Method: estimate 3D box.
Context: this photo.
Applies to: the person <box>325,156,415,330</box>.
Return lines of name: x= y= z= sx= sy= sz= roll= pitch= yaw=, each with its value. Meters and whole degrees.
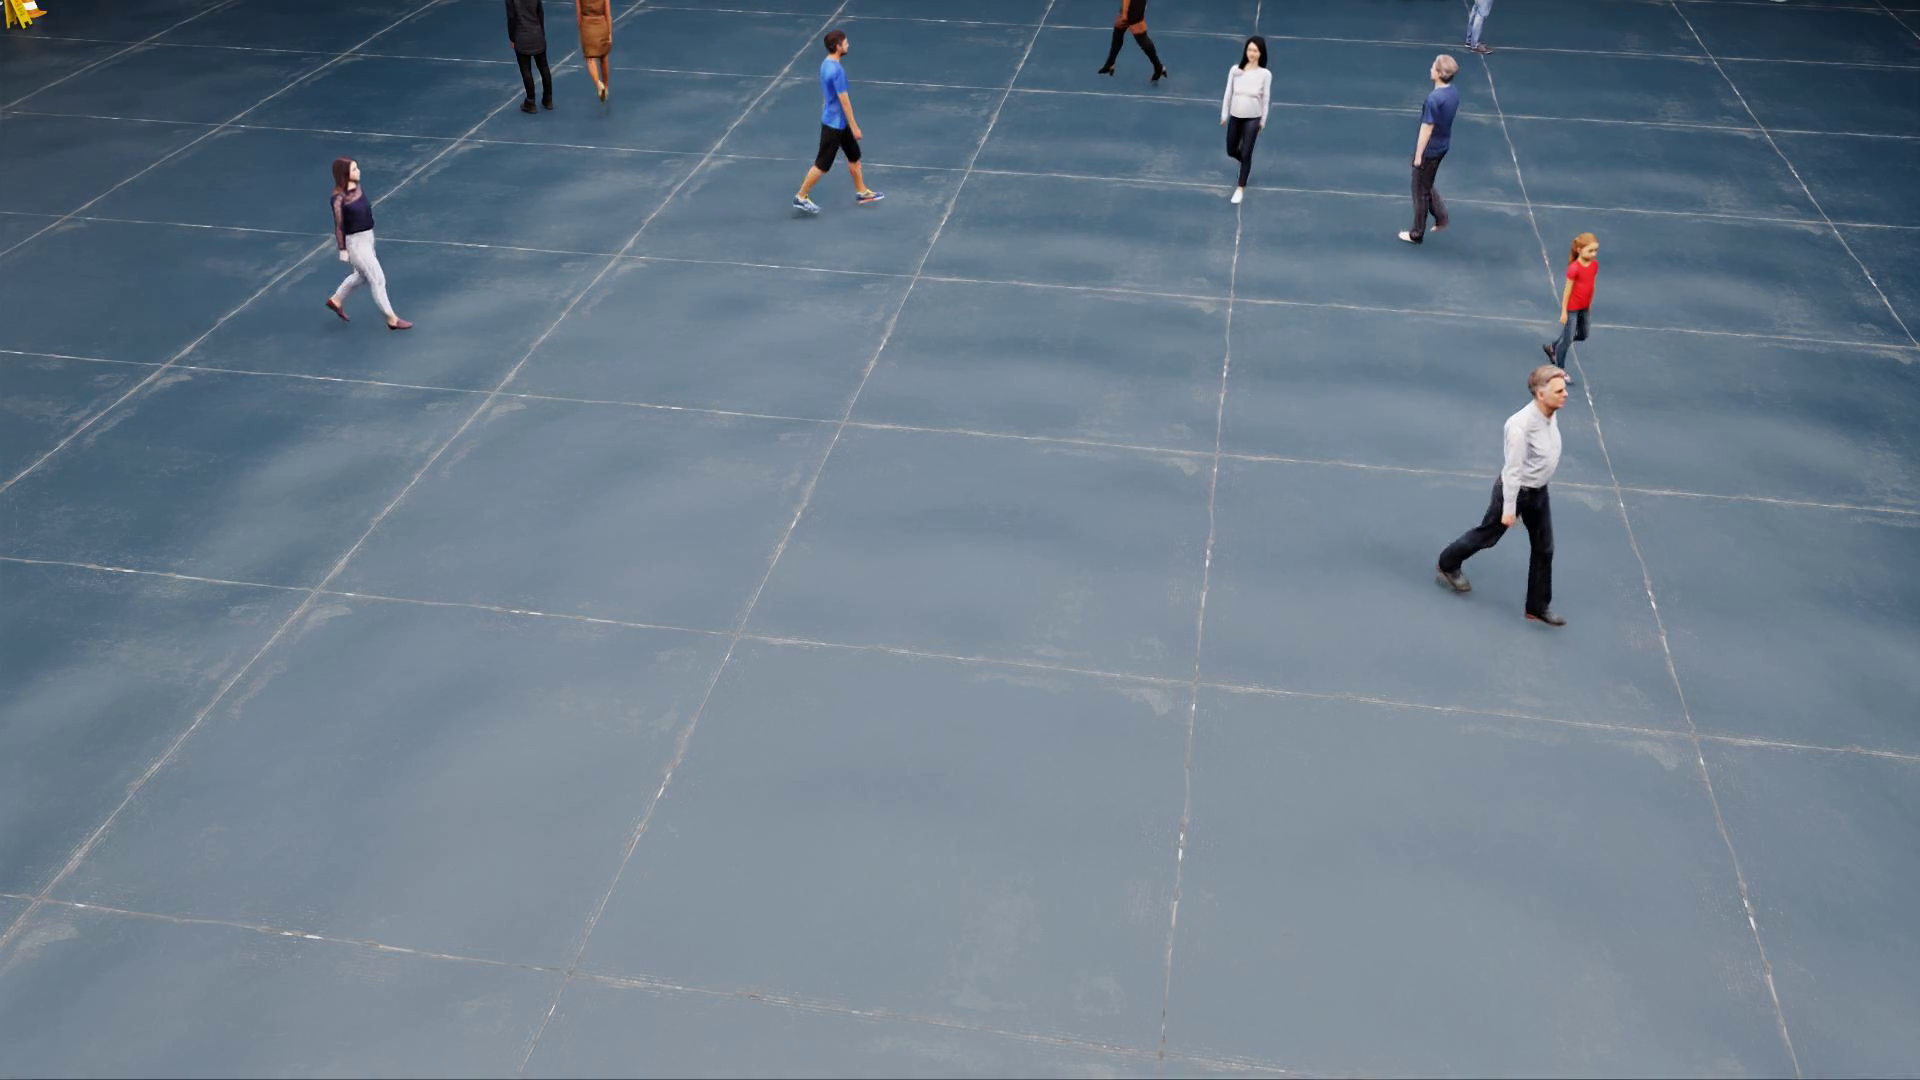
person: x=-5.298 y=-2.562 z=14.519 sx=1.032 sy=1.583 sz=0.642 roll=2 pitch=32 yaw=4

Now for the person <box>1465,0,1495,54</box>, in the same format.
person: x=6.961 y=-7.424 z=21.971 sx=0.595 sy=1.855 sz=0.684 roll=1 pitch=32 yaw=2

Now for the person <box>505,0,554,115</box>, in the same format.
person: x=-5.121 y=-5.980 z=19.754 sx=0.725 sy=1.778 sz=0.783 roll=-21 pitch=38 yaw=-30

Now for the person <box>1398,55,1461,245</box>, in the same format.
person: x=4.662 y=-3.761 z=16.156 sx=0.866 sy=1.864 sz=0.823 roll=25 pitch=40 yaw=34

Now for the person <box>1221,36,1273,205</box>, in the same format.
person: x=2.996 y=-4.417 z=17.361 sx=0.940 sy=1.687 sz=0.830 roll=13 pitch=35 yaw=20

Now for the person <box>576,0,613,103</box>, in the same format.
person: x=-4.368 y=-6.023 z=19.931 sx=0.994 sy=1.662 sz=0.902 roll=-8 pitch=33 yaw=-13

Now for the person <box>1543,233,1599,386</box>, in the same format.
person: x=5.068 y=-1.951 z=13.818 sx=0.681 sy=1.296 sz=0.728 roll=-16 pitch=36 yaw=-24

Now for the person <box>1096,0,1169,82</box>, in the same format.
person: x=2.236 y=-6.555 z=20.642 sx=1.232 sy=1.803 sz=0.796 roll=12 pitch=34 yaw=18

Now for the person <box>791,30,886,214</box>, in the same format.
person: x=-1.349 y=-4.188 z=16.869 sx=1.314 sy=1.825 sz=0.966 roll=-8 pitch=33 yaw=-12

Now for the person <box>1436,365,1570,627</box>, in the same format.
person: x=3.557 y=-0.328 z=10.793 sx=1.128 sy=1.780 sz=1.269 roll=-26 pitch=41 yaw=-35
